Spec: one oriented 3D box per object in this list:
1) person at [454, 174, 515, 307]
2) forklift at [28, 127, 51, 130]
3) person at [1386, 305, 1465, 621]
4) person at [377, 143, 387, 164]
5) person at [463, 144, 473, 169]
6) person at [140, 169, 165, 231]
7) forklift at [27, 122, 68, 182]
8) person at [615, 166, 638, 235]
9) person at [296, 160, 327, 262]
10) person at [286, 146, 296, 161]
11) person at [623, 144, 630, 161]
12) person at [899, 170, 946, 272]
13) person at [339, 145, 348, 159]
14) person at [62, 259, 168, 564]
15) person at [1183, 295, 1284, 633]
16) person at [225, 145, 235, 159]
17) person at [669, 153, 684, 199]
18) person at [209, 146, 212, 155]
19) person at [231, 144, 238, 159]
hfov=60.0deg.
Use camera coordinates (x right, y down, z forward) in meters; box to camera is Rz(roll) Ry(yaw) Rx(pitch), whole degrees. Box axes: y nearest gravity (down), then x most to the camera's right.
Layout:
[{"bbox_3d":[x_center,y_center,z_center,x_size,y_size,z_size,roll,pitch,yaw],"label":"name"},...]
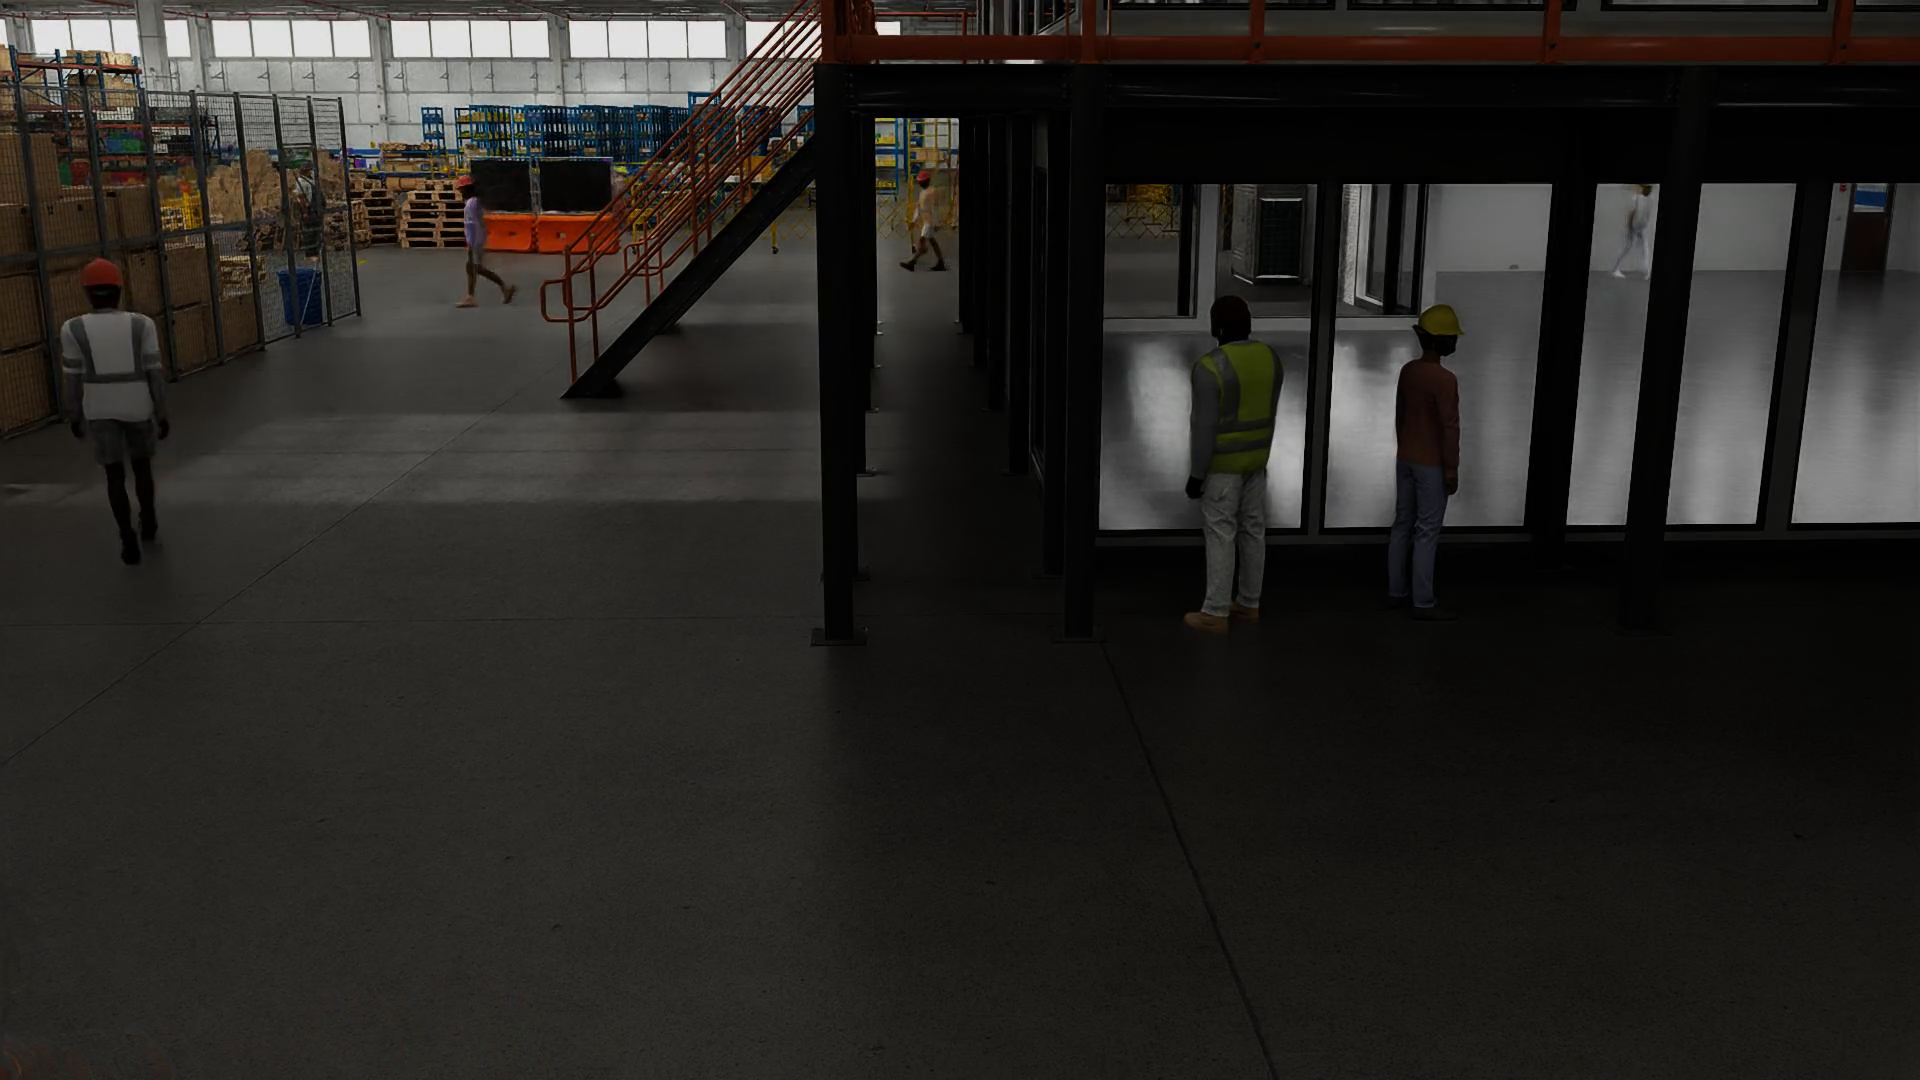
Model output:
[{"bbox_3d":[-7.277,-4.528,25.205,0.802,2.021,0.647,-3,14,-12],"label":"person"},{"bbox_3d":[-37.694,-15.760,68.323,1.129,2.768,1.873,-1,14,-2],"label":"forklift"},{"bbox_3d":[2.621,-0.430,9.311,0.314,1.769,0.525,-5,15,-18],"label":"person"},{"bbox_3d":[-28.311,-18.428,81.176,0.895,1.805,0.573,-5,15,-18],"label":"person"},{"bbox_3d":[-22.667,-17.262,76.437,0.974,1.840,0.689,5,15,19],"label":"person"},{"bbox_3d":[-15.001,-5.891,30.818,0.531,1.922,0.634,6,15,22],"label":"person"},{"bbox_3d":[-35.376,-14.773,64.377,1.129,2.768,1.873,-1,14,-2],"label":"forklift"},{"bbox_3d":[-8.512,-8.483,41.594,0.870,1.725,0.528,2,14,8],"label":"person"},{"bbox_3d":[-13.118,-6.675,33.715,0.537,2.000,0.689,-1,14,-3],"label":"person"},{"bbox_3d":[-29.751,-16.715,74.322,0.766,1.803,0.598,-1,14,-2],"label":"person"},{"bbox_3d":[-18.308,-21.097,91.933,0.944,1.763,0.636,-9,17,-33],"label":"person"},{"bbox_3d":[-0.701,-5.985,31.276,1.002,1.874,0.548,-5,15,-18],"label":"person"},{"bbox_3d":[-30.590,-18.748,82.548,0.341,1.750,0.566,4,15,16],"label":"person"},{"bbox_3d":[-5.430,-0.850,10.716,0.567,1.890,0.952,-8,16,-28],"label":"person"},{"bbox_3d":[1.463,-0.410,9.089,0.624,1.841,0.430,-11,18,-37],"label":"person"},{"bbox_3d":[-28.947,-14.756,66.274,1.002,1.899,0.629,-2,14,-8],"label":"person"},{"bbox_3d":[-8.909,-11.279,52.465,0.515,1.872,0.328,-8,16,-29],"label":"person"},{"bbox_3d":[-41.587,-21.215,92.039,0.552,1.935,0.373,7,16,25],"label":"person"},{"bbox_3d":[-38.544,-20.125,88.180,0.917,1.695,0.493,7,16,25],"label":"person"}]
